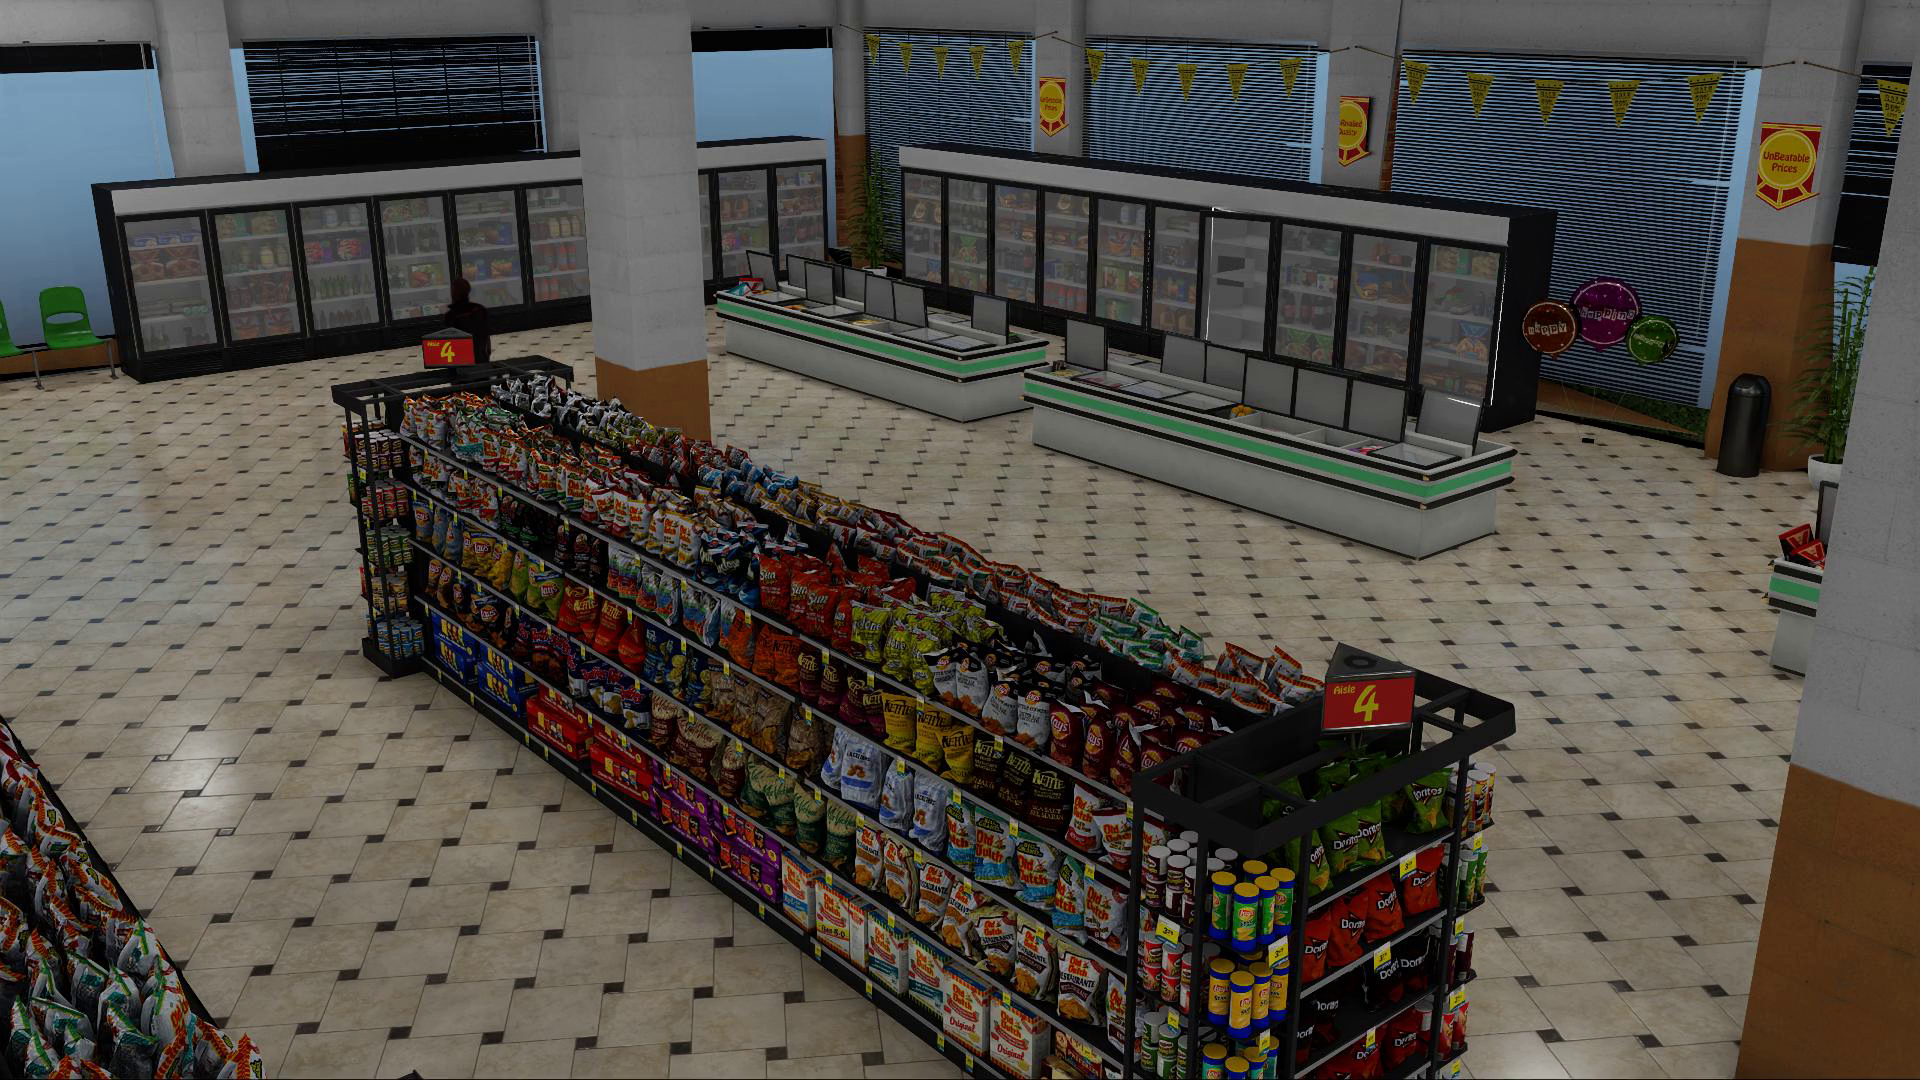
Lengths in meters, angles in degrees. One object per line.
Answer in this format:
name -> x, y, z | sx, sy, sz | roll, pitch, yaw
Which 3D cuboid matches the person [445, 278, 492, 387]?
person -> -4.928, -1.768, 16.821 | 0.841, 1.854, 0.782 | 14, 23, 35
